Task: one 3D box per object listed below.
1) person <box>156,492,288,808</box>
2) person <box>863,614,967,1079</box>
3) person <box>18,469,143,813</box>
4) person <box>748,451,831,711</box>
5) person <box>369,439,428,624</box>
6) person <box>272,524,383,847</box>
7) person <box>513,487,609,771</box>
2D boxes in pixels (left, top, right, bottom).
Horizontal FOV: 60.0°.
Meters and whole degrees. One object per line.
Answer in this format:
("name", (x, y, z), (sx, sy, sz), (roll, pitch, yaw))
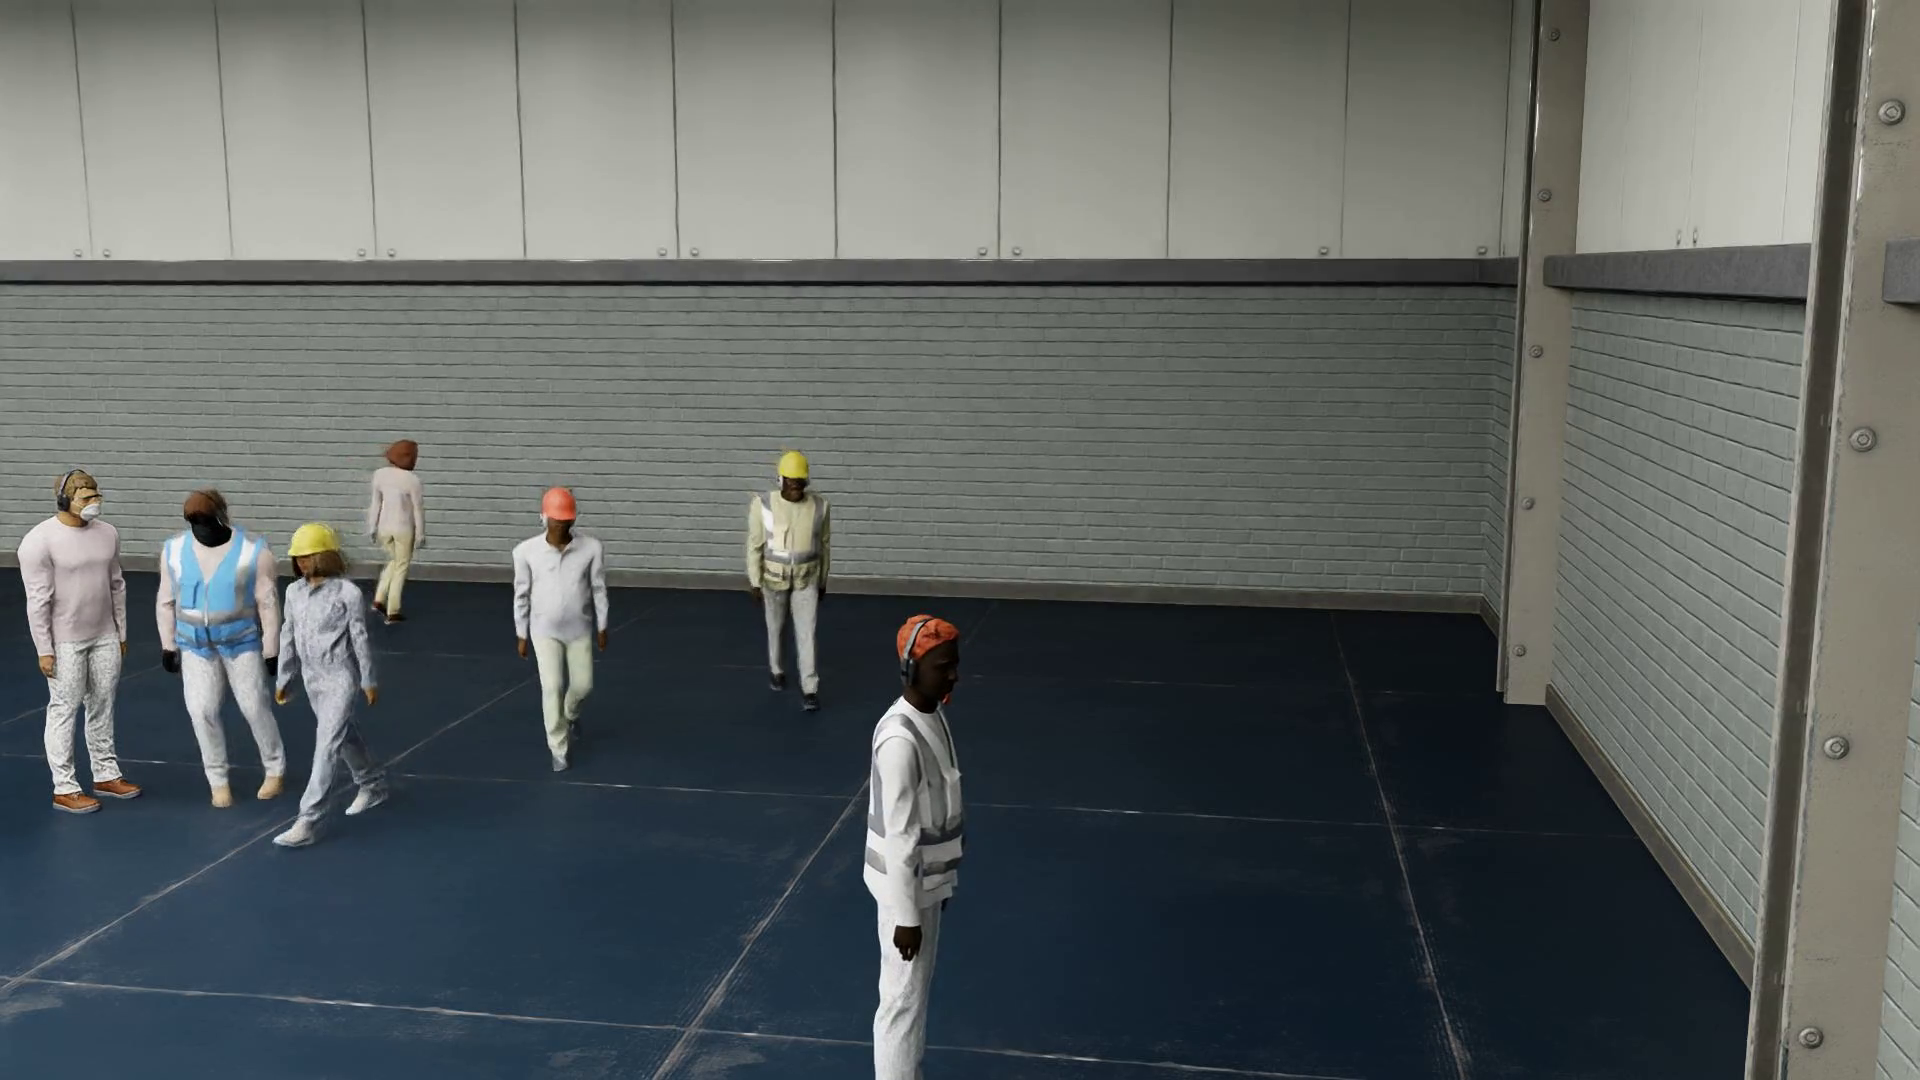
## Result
("person", (-4.196, 0.615, 9.462), (0.666, 1.800, 0.468), (-1, 9, -6))
("person", (-0.142, 1.184, 5.683), (0.358, 1.881, 0.574), (1, 9, 8))
("person", (-4.954, 0.561, 9.384), (0.375, 1.933, 0.625), (3, 10, 20))
("person", (-1.198, 0.259, 11.717), (0.592, 1.788, 0.945), (-2, 9, -10))
("person", (-4.801, -0.073, 14.271), (0.561, 1.599, 0.335), (4, 10, 21))
("person", (-3.433, 0.746, 8.967), (0.509, 1.690, 0.929), (4, 10, 22))
("person", (-2.463, 0.518, 10.243), (0.581, 1.729, 0.542), (-4, 10, -21))
